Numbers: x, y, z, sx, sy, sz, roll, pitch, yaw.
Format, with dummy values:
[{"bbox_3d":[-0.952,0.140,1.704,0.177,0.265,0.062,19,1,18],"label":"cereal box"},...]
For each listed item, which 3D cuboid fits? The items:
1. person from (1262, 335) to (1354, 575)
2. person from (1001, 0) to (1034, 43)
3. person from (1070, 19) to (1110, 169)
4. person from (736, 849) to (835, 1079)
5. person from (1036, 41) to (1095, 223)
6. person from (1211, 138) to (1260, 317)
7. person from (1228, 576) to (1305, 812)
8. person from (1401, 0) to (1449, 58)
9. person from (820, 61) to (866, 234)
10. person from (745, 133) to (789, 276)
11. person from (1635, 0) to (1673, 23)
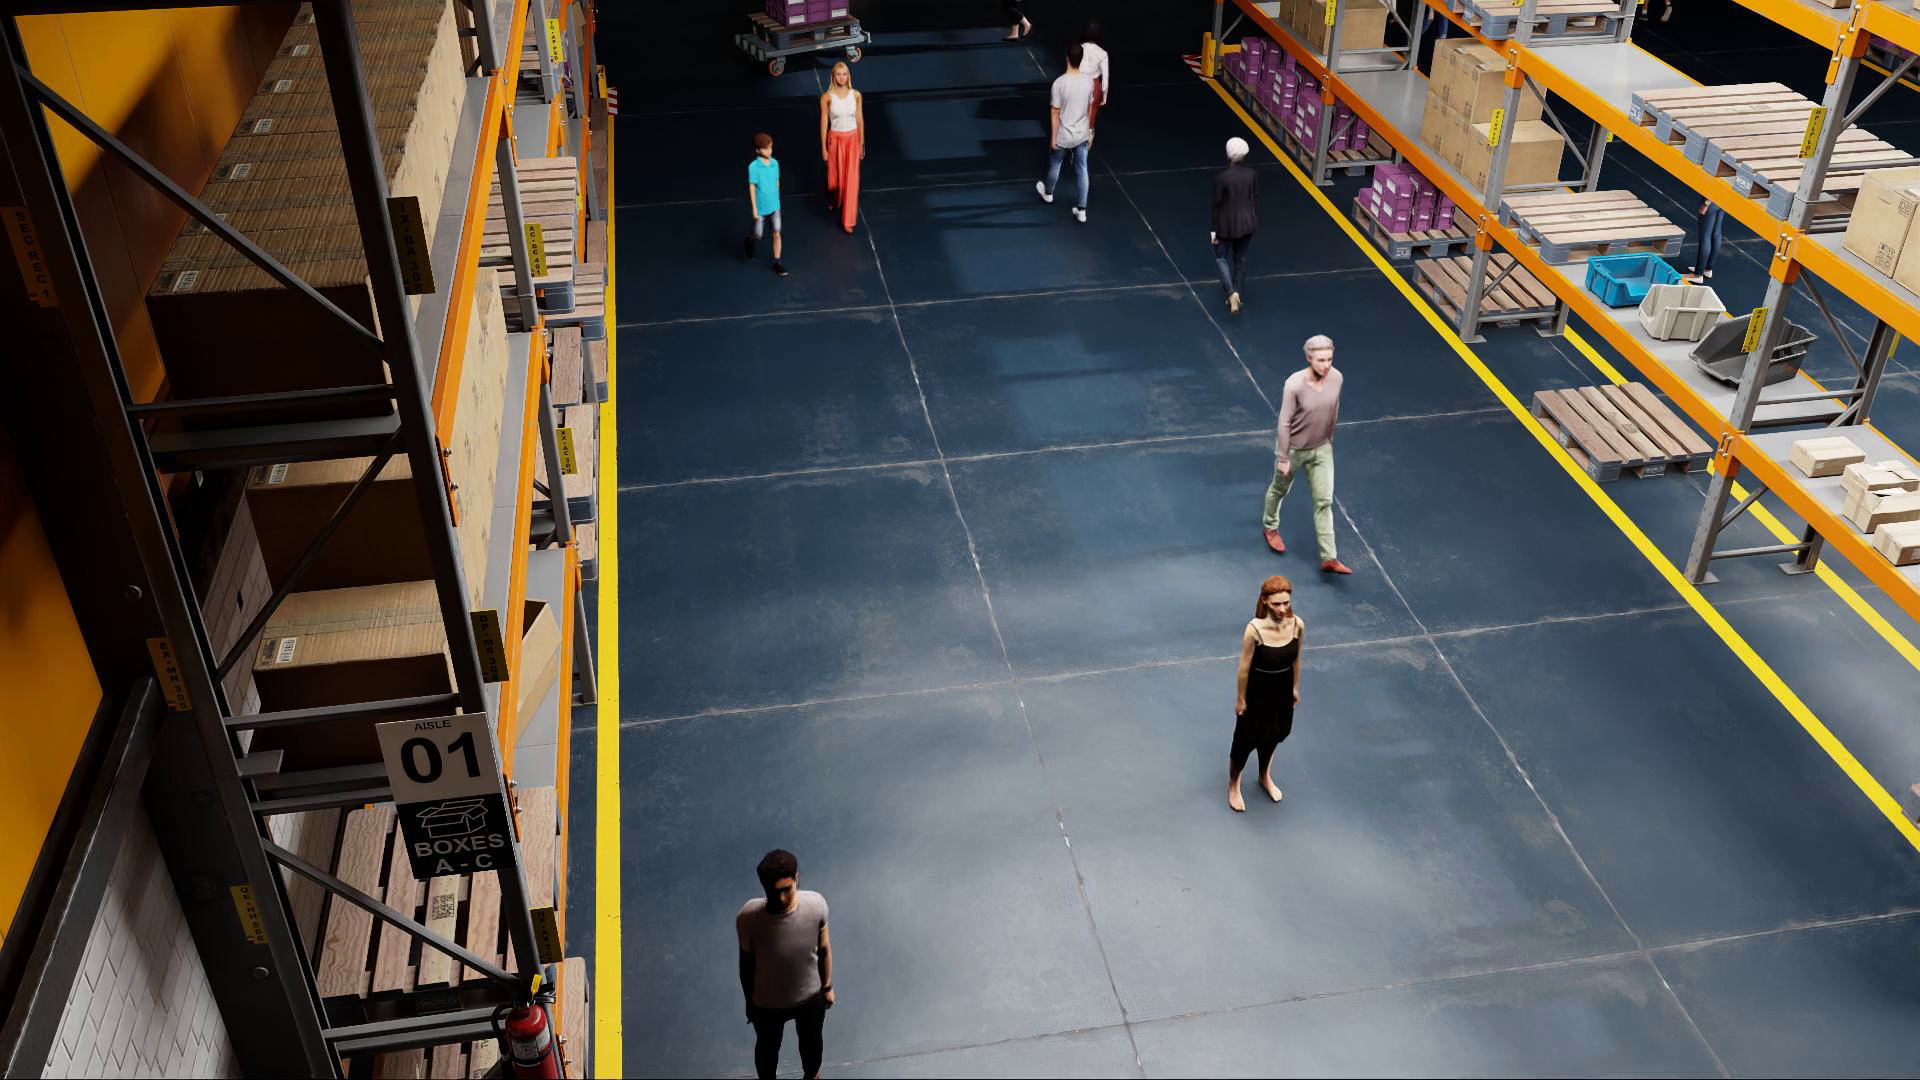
[{"bbox_3d":[2.479,-0.699,12.244,0.792,1.834,1.186,-11,35,-15],"label":"person"},{"bbox_3d":[0.838,-7.661,22.911,0.749,1.621,0.715,0,34,0],"label":"person"},{"bbox_3d":[1.407,-4.971,18.757,0.776,1.738,0.832,11,35,16],"label":"person"},{"bbox_3d":[-0.836,2.156,8.049,0.620,1.724,0.547,-9,35,-13],"label":"person"},{"bbox_3d":[1.221,-4.280,17.616,0.814,1.852,1.147,-12,35,-18],"label":"person"},{"bbox_3d":[2.654,-2.905,15.666,0.715,1.762,0.826,-6,34,-8],"label":"person"},{"bbox_3d":[1.845,0.908,10.016,0.606,1.625,0.609,-10,35,-15],"label":"person"},{"bbox_3d":[6.220,-7.065,22.060,0.941,1.570,1.183,-24,40,-31],"label":"person"},{"bbox_3d":[-1.243,-4.164,17.496,0.684,1.791,0.863,-10,35,-15],"label":"person"},{"bbox_3d":[-1.985,-3.380,16.638,0.719,1.435,0.913,-21,39,-28],"label":"person"},{"bbox_3d":[9.982,-8.207,23.609,0.711,1.757,0.998,-8,35,-12],"label":"person"}]
